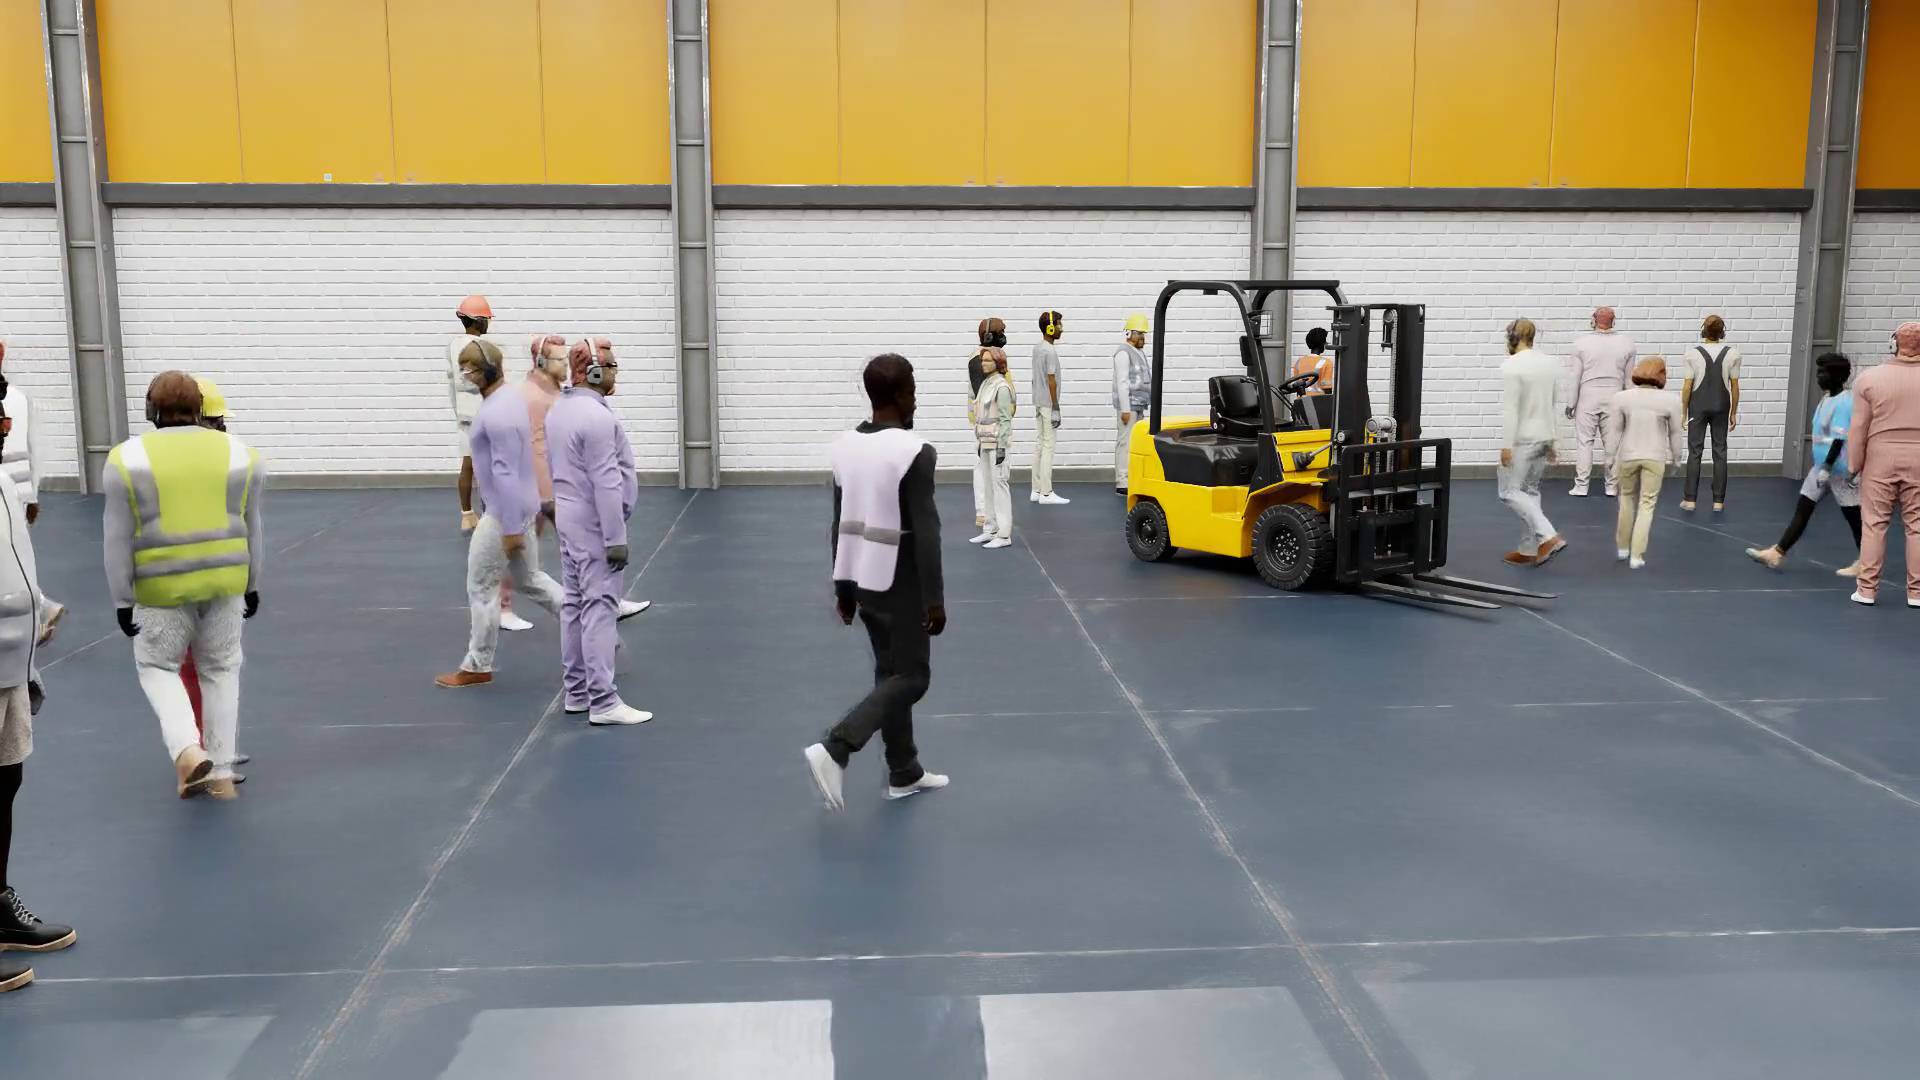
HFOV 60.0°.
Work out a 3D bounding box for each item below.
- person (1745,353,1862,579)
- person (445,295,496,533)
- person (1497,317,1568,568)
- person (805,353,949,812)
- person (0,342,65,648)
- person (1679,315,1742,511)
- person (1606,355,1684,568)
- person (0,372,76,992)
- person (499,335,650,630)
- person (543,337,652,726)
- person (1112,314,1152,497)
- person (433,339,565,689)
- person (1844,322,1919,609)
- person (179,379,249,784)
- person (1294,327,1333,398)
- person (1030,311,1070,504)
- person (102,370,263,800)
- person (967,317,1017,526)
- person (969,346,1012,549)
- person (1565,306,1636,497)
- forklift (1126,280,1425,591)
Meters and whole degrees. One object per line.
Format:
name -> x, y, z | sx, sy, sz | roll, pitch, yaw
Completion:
person -> 6.277, -0.532, 12.103 | 0.892, 1.639, 0.541 | 2, 9, 10
person -> -4.110, -1.063, 14.227 | 0.608, 2.044, 0.371 | 6, 11, 34
person -> 4.324, -0.722, 12.536 | 0.653, 1.905, 0.636 | -8, 12, -40
person -> -0.334, 0.182, 6.851 | 0.719, 1.904, 0.600 | -7, 12, -38
person -> -5.550, -0.249, 9.660 | 0.600, 1.872, 0.600 | 2, 9, 11
person -> 7.029, -1.187, 15.622 | 0.508, 1.846, 0.345 | 2, 9, 14
person -> 5.247, -0.605, 12.713 | 0.517, 1.606, 0.660 | 6, 11, 34
person -> -3.075, 0.410, 5.219 | 0.362, 1.963, 0.614 | -1, 9, -4
person -> -2.511, -0.346, 10.336 | 1.028, 1.844, 0.649 | 0, 9, 2
person -> -1.794, -0.043, 8.247 | 0.404, 1.911, 0.636 | -6, 11, -33
person -> 1.735, -1.346, 16.683 | 0.404, 1.827, 0.590 | 4, 10, 22
person -> -2.346, -0.135, 8.920 | 0.913, 1.899, 0.660 | -2, 9, -12
person -> 6.266, -0.495, 11.091 | 0.654, 1.904, 0.407 | 4, 10, 22
person -> -3.298, 0.180, 7.290 | 0.327, 1.767, 0.533 | -3, 10, -19
person -> 3.576, -1.301, 16.826 | 0.320, 1.694, 0.532 | -5, 10, -27
person -> 0.865, -1.285, 16.162 | 0.314, 1.869, 0.535 | -3, 9, -16
person -> -3.198, 0.211, 6.919 | 0.636, 1.831, 0.517 | -7, 11, -38
person -> 0.287, -1.043, 14.733 | 0.429, 1.844, 0.627 | 2, 9, 13
person -> 0.272, -0.757, 13.550 | 0.305, 1.645, 0.522 | -3, 10, -19
person -> 6.366, -1.371, 16.589 | 0.654, 1.906, 0.407 | 1, 9, 4
forklift -> 2.301, -0.860, 12.475 | 1.214, 2.155, 2.313 | -6, 11, -35
